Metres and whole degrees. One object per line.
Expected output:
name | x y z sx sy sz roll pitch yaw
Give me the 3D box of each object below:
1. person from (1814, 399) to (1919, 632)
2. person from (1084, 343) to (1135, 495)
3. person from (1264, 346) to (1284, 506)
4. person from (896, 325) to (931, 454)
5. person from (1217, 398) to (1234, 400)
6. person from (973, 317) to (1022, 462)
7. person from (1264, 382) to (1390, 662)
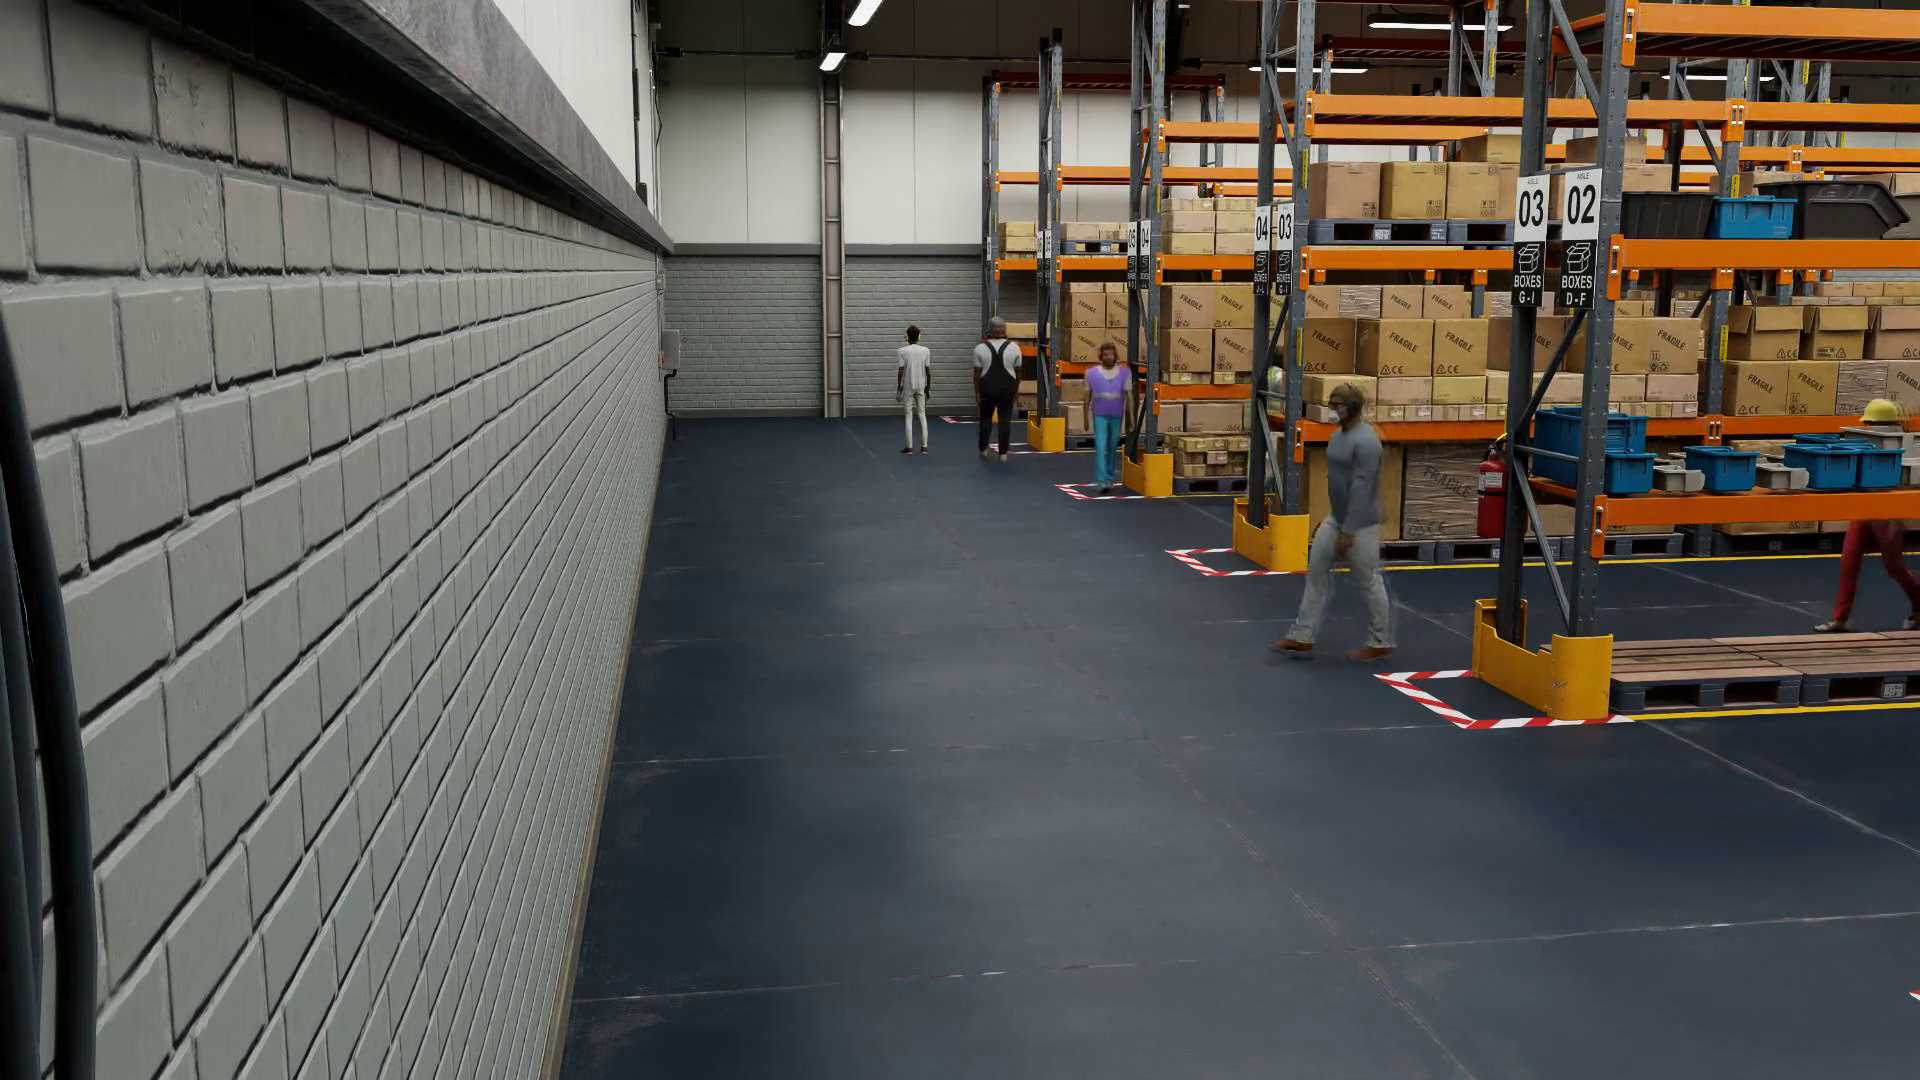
person | 6.758 -0.174 12.162 0.864 1.733 0.525 -2 9 -13
person | 1.774 -1.442 19.808 0.570 1.788 0.949 -1 9 -7
person | 3.674 -1.282 18.800 0.948 1.798 0.643 -2 9 -10
person | -0.674 -2.176 24.120 0.535 1.861 0.309 -3 10 -17
person | 4.374 -2.644 26.531 0.781 2.019 0.615 -2 9 -12
person | 0.517 -2.136 23.325 0.682 2.000 0.988 0 9 -1
person | 2.511 -0.096 11.176 0.942 1.900 0.639 -2 9 -13
